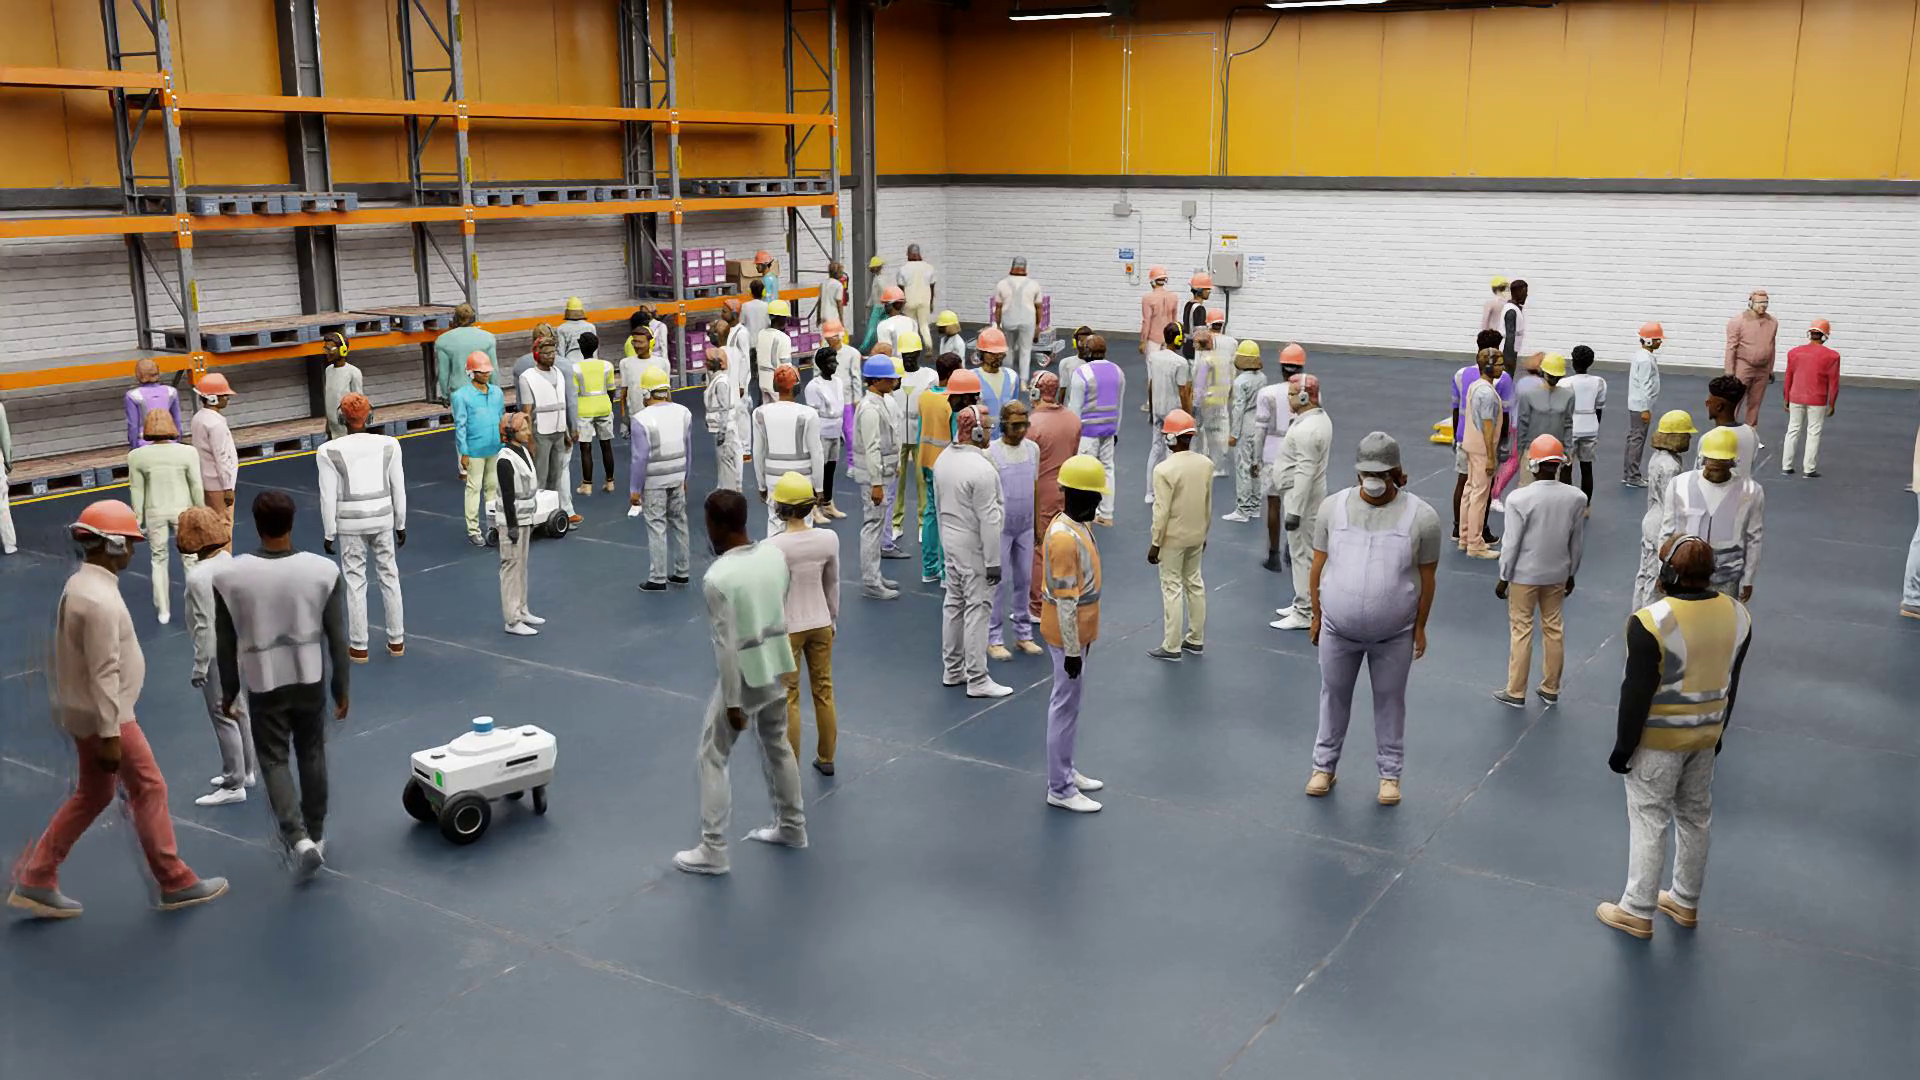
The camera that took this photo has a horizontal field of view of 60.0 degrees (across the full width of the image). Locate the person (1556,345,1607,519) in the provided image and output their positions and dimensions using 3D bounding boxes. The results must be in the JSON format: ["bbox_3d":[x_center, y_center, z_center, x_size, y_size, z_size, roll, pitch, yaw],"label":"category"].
[{"bbox_3d":[5.939,-1.029,16.026,0.535,1.697,0.318,-3,13,-13],"label":"person"}]

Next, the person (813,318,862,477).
[{"bbox_3d":[-1.352,-1.555,18.209,0.576,1.738,0.354,5,14,19],"label":"person"}]

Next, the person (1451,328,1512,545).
[{"bbox_3d":[4.695,-0.924,15.000,0.376,1.958,0.603,-9,16,-35],"label":"person"}]

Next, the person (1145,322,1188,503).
[{"bbox_3d":[2.086,-1.254,16.662,0.337,1.856,0.524,-11,17,-40],"label":"person"}]

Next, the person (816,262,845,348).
[{"bbox_3d":[-2.062,-3.504,26.469,0.570,1.834,0.373,12,17,41],"label":"person"}]

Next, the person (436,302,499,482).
[{"bbox_3d":[-5.280,-1.586,17.910,0.627,1.941,0.372,-4,13,-16],"label":"person"}]

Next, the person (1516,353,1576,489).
[{"bbox_3d":[5.238,-0.803,14.908,0.523,1.761,0.326,-1,13,-3],"label":"person"}]

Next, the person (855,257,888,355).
[{"bbox_3d":[-1.498,-4.144,29.485,0.862,1.724,0.521,-1,13,-2],"label":"person"}]

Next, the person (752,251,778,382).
[{"bbox_3d":[-3.006,-3.455,25.815,0.407,2.035,0.609,0,13,0],"label":"person"}]

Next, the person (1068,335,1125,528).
[{"bbox_3d":[1.262,-1.010,15.662,0.632,1.833,0.430,-10,16,-37],"label":"person"}]

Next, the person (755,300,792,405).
[{"bbox_3d":[-2.029,-1.697,18.435,0.396,1.920,0.587,-11,17,-40],"label":"person"}]

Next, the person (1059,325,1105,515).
[{"bbox_3d":[1.202,-1.159,16.210,0.518,1.870,0.323,-3,13,-12],"label":"person"}]

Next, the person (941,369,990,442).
[{"bbox_3d":[0.046,-0.303,12.348,0.375,1.935,0.550,-1,13,-5],"label":"person"}]

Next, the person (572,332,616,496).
[{"bbox_3d":[-3.810,-1.303,17.212,0.532,1.696,0.319,-9,16,-35],"label":"person"}]

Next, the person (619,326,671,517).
[{"bbox_3d":[-3.056,-1.156,16.205,0.514,1.868,0.328,-2,13,-9],"label":"person"}]

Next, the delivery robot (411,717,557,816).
[{"bbox_3d":[-2.495,1.175,8.760,0.707,0.478,0.477,-11,17,-41],"label":"delivery robot"}]

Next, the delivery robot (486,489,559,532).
[{"bbox_3d":[-3.981,-0.295,15.134,0.477,0.478,0.707,6,14,24],"label":"delivery robot"}]

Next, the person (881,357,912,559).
[{"bbox_3d":[-0.613,-0.716,14.531,0.319,1.761,0.523,-4,14,-17],"label":"person"}]

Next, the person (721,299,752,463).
[{"bbox_3d":[-2.576,-1.813,19.017,0.356,1.883,0.573,-7,14,-26],"label":"person"}]

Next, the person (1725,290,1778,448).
[{"bbox_3d":[9.489,-2.037,19.936,0.651,1.906,0.403,-2,13,-9],"label":"person"}]

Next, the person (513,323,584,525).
[{"bbox_3d":[-3.883,-1.082,15.723,0.632,1.940,0.372,4,13,15],"label":"person"}]

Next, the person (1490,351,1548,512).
[{"bbox_3d":[5.561,-1.087,16.534,0.785,1.582,0.522,-3,13,-11],"label":"person"}]

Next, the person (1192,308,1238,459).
[{"bbox_3d":[2.926,-1.792,19.206,0.563,1.752,0.326,-6,14,-24],"label":"person"}]

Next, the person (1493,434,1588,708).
[{"bbox_3d":[3.670,0.196,10.584,0.573,1.750,0.332,-3,13,-13],"label":"person"}]

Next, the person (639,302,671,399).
[{"bbox_3d":[-3.971,-2.261,21.525,0.514,1.631,0.320,7,15,29],"label":"person"}]

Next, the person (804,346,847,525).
[{"bbox_3d":[-1.280,-1.005,15.915,0.322,1.697,0.533,8,15,30],"label":"person"}]

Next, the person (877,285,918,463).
[{"bbox_3d":[-0.748,-1.856,18.849,0.373,2.043,0.615,10,16,36],"label":"person"}]

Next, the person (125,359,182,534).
[{"bbox_3d":[-7.466,-0.866,15.447,0.307,1.636,0.525,9,16,34],"label":"person"}]

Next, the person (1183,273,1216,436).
[{"bbox_3d":[2.995,-2.328,20.897,0.378,2.041,0.616,-2,13,-9],"label":"person"}]

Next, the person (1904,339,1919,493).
[{"bbox_3d":[10.106,-1.365,17.352,0.339,1.761,0.528,8,15,30],"label":"person"}]

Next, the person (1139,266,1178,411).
[{"bbox_3d":[2.717,-2.766,22.905,0.621,1.992,0.397,-8,15,-32],"label":"person"}]

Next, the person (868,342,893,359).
[{"bbox_3d":[-0.783,-1.187,16.848,0.279,1.633,0.501,-4,14,-17],"label":"person"}]

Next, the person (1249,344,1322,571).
[{"bbox_3d":[2.765,-0.684,14.121,0.584,1.925,0.733,0,13,0],"label":"person"}]

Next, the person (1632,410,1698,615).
[{"bbox_3d":[4.940,-0.046,11.657,0.295,1.744,0.484,2,13,9],"label":"person"}]

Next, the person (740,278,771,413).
[{"bbox_3d":[-2.720,-2.598,22.465,0.501,1.862,0.438,3,13,11],"label":"person"}]

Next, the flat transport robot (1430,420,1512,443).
[{"bbox_3d":[6.378,-1.389,20.708,0.652,0.197,1.431,8,15,30],"label":"flat transport robot"}]

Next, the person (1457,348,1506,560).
[{"bbox_3d":[4.568,-0.756,14.516,0.345,1.846,0.508,0,13,1],"label":"person"}]

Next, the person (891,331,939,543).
[{"bbox_3d":[-0.446,-0.931,15.090,0.586,1.928,0.369,2,13,10],"label":"person"}]

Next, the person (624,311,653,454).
[{"bbox_3d":[-3.780,-1.855,19.614,0.322,1.691,0.534,2,13,7],"label":"person"}]

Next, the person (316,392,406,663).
[{"bbox_3d":[-4.123,-0.085,11.522,0.574,1.883,0.356,-9,16,-34],"label":"person"}]
